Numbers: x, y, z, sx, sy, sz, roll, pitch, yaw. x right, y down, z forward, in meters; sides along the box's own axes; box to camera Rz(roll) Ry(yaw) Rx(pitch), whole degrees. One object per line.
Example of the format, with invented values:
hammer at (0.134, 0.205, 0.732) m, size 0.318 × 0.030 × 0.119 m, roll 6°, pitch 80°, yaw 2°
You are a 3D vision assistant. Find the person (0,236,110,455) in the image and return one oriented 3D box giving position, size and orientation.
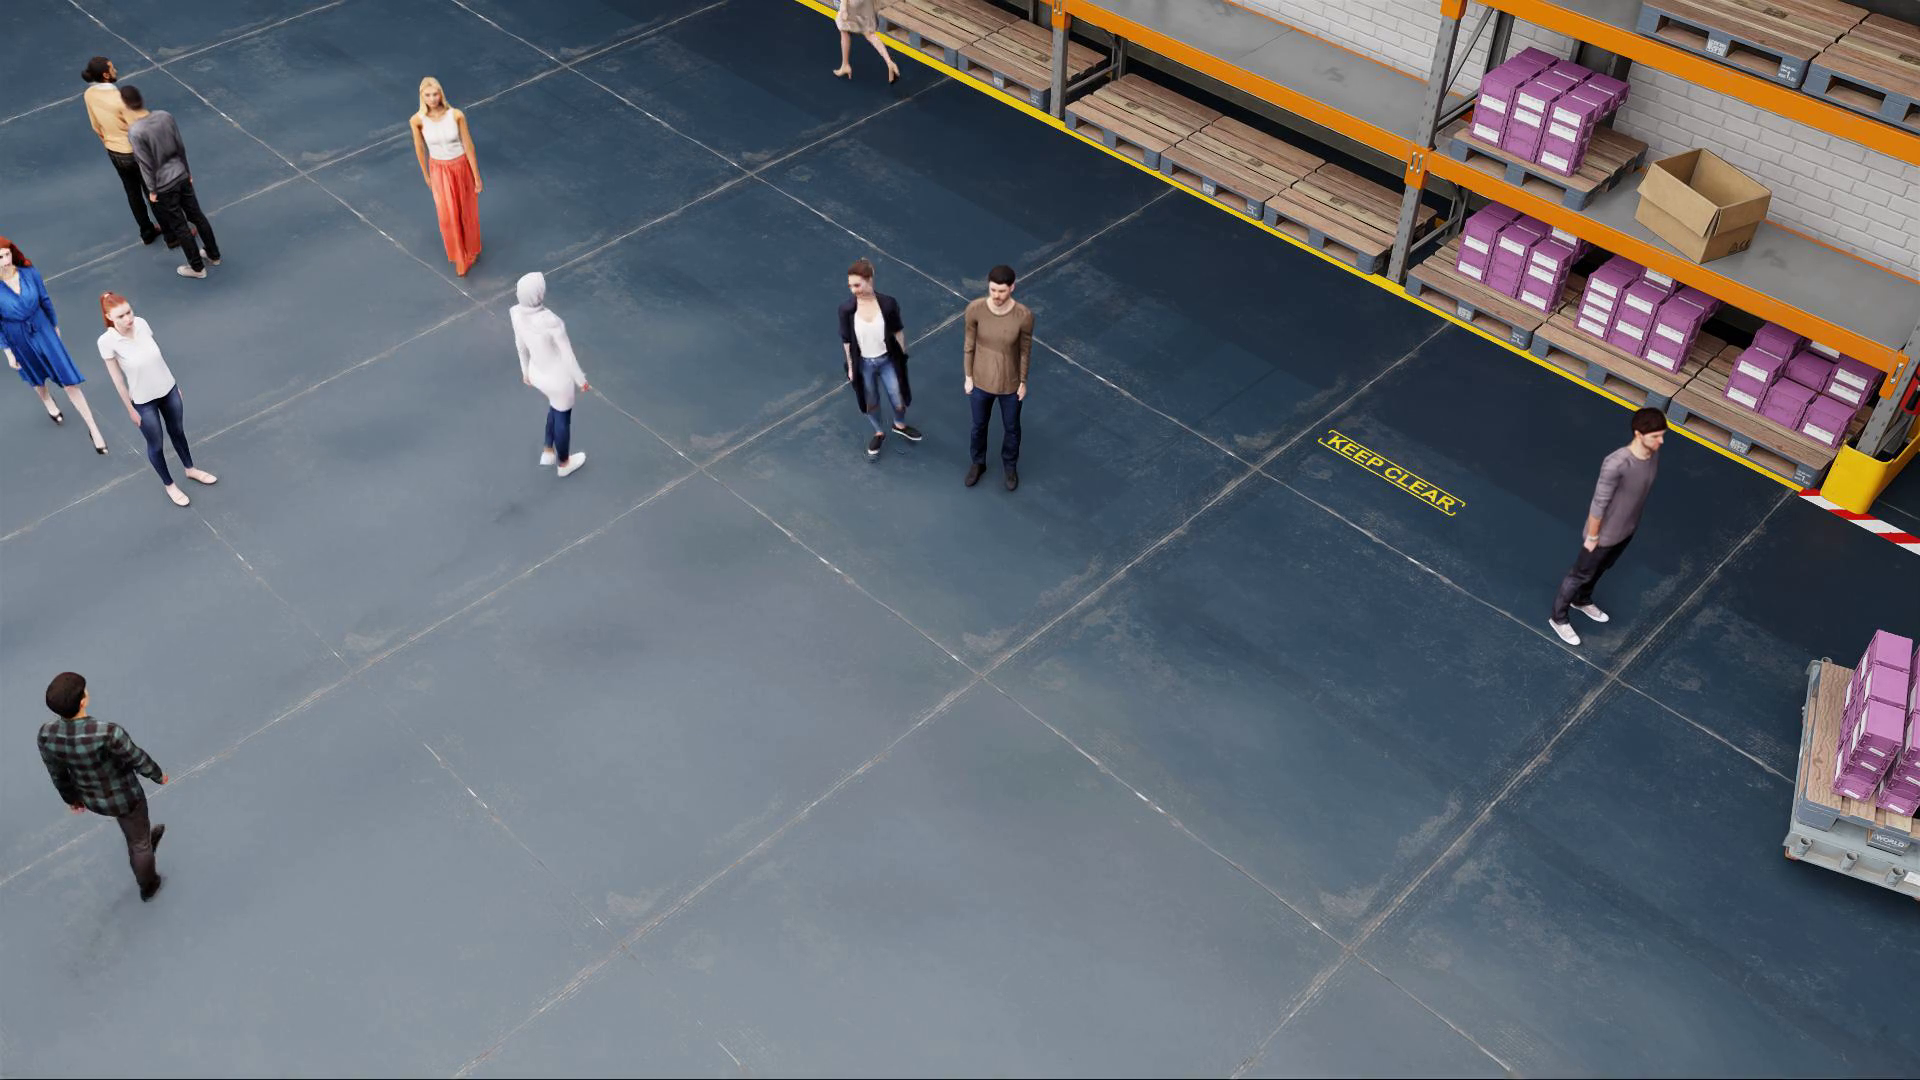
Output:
person at (-6.935, -1.483, 12.382) m, size 0.688 × 1.781 × 1.112 m, roll -31°, pitch 52°, yaw -28°

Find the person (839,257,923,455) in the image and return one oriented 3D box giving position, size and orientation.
person at (-0.608, -1.326, 12.302) m, size 0.810 × 1.664 × 0.851 m, roll -10°, pitch 44°, yaw -10°

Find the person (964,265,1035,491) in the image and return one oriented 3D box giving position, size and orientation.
person at (0.269, -1.179, 11.985) m, size 0.717 × 1.889 × 0.804 m, roll 5°, pitch 44°, yaw 5°

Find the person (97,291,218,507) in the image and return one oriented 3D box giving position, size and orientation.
person at (-5.814, -1.038, 11.946) m, size 0.609 × 1.739 × 0.619 m, roll 21°, pitch 48°, yaw 21°

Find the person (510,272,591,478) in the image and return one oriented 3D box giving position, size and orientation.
person at (-3.008, -1.130, 12.023) m, size 0.605 × 1.766 × 0.716 m, roll 26°, pitch 49°, yaw 25°

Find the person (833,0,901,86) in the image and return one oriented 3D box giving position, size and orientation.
person at (-0.941, -5.246, 16.384) m, size 1.094 × 1.710 × 0.656 m, roll 30°, pitch 51°, yaw 28°

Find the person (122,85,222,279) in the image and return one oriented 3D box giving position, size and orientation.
person at (-6.662, -3.026, 14.017) m, size 0.654 × 1.761 × 0.683 m, roll 18°, pitch 47°, yaw 18°

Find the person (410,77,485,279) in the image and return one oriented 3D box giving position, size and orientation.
person at (-4.323, -3.152, 14.132) m, size 0.818 × 1.785 × 0.935 m, roll -14°, pitch 45°, yaw -14°

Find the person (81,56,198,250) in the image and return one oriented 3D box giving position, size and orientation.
person at (-7.157, -3.330, 14.343) m, size 0.681 × 1.751 × 0.804 m, roll 14°, pitch 45°, yaw 14°

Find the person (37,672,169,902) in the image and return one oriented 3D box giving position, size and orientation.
person at (-4.869, 1.473, 9.442) m, size 0.918 × 1.699 × 0.942 m, roll 6°, pitch 44°, yaw 6°

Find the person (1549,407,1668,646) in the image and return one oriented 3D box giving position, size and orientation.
person at (4.271, -0.129, 10.909) m, size 0.708 × 1.853 × 0.595 m, roll -27°, pitch 50°, yaw -25°
